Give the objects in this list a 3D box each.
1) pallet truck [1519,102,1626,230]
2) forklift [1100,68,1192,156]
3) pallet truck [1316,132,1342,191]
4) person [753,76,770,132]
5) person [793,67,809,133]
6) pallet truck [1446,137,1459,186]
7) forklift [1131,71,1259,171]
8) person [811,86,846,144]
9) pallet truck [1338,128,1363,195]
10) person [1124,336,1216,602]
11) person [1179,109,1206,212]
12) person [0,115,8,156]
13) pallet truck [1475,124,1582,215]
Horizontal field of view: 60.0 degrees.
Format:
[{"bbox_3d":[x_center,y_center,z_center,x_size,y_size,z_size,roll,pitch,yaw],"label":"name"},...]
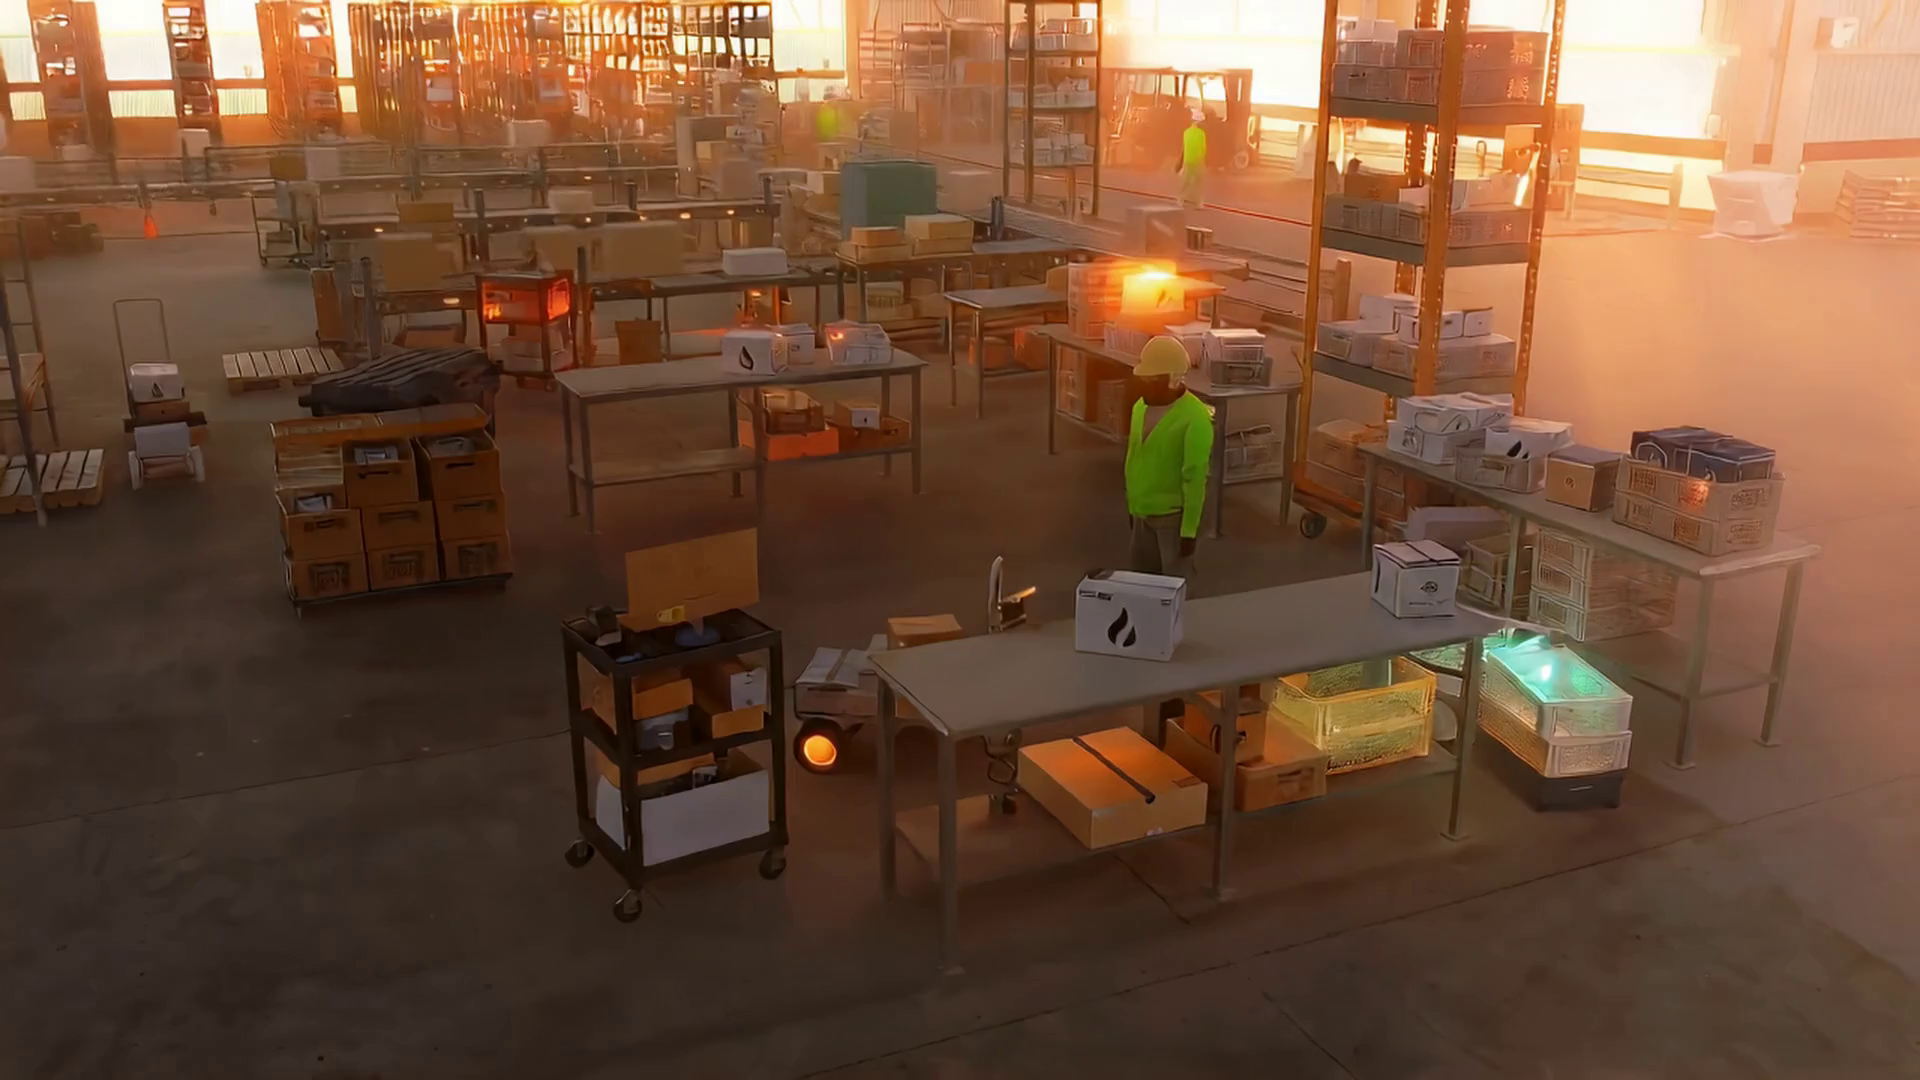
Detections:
[{"bbox_3d":[9.972,-6.037,26.785,1.885,1.965,0.823,-9,20,-25],"label":"pallet truck"},{"bbox_3d":[4.082,-9.564,37.410,2.680,1.987,1.157,-8,19,-23],"label":"forklift"},{"bbox_3d":[7.723,-7.504,32.656,1.601,1.201,0.680,-8,19,-23],"label":"pallet truck"},{"bbox_3d":[-4.715,-9.847,38.886,1.072,1.949,0.633,-1,18,-4],"label":"person"},{"bbox_3d":[-4.580,-12.716,48.069,0.386,1.845,0.568,13,22,35],"label":"person"},{"bbox_3d":[9.184,-6.485,29.328,1.630,1.274,0.653,-8,19,-23],"label":"pallet truck"},{"bbox_3d":[4.998,-8.936,35.413,2.680,1.987,1.157,-9,20,-25],"label":"forklift"},{"bbox_3d":[-2.553,-7.797,32.356,0.616,1.988,1.065,-12,21,-33],"label":"person"},{"bbox_3d":[7.845,-7.140,31.411,1.522,1.261,0.704,-9,20,-25],"label":"pallet truck"},{"bbox_3d":[1.035,-0.142,8.507,0.404,1.824,0.586,-10,20,-27],"label":"person"},{"bbox_3d":[4.077,-6.585,28.905,0.565,1.756,0.374,-14,22,-37],"label":"person"},{"bbox_3d":[-18.539,-7.633,32.124,0.602,1.814,0.592,-15,23,-39],"label":"person"},{"bbox_3d":[9.707,-6.455,28.103,1.885,1.965,0.823,-7,19,-20],"label":"pallet truck"}]
